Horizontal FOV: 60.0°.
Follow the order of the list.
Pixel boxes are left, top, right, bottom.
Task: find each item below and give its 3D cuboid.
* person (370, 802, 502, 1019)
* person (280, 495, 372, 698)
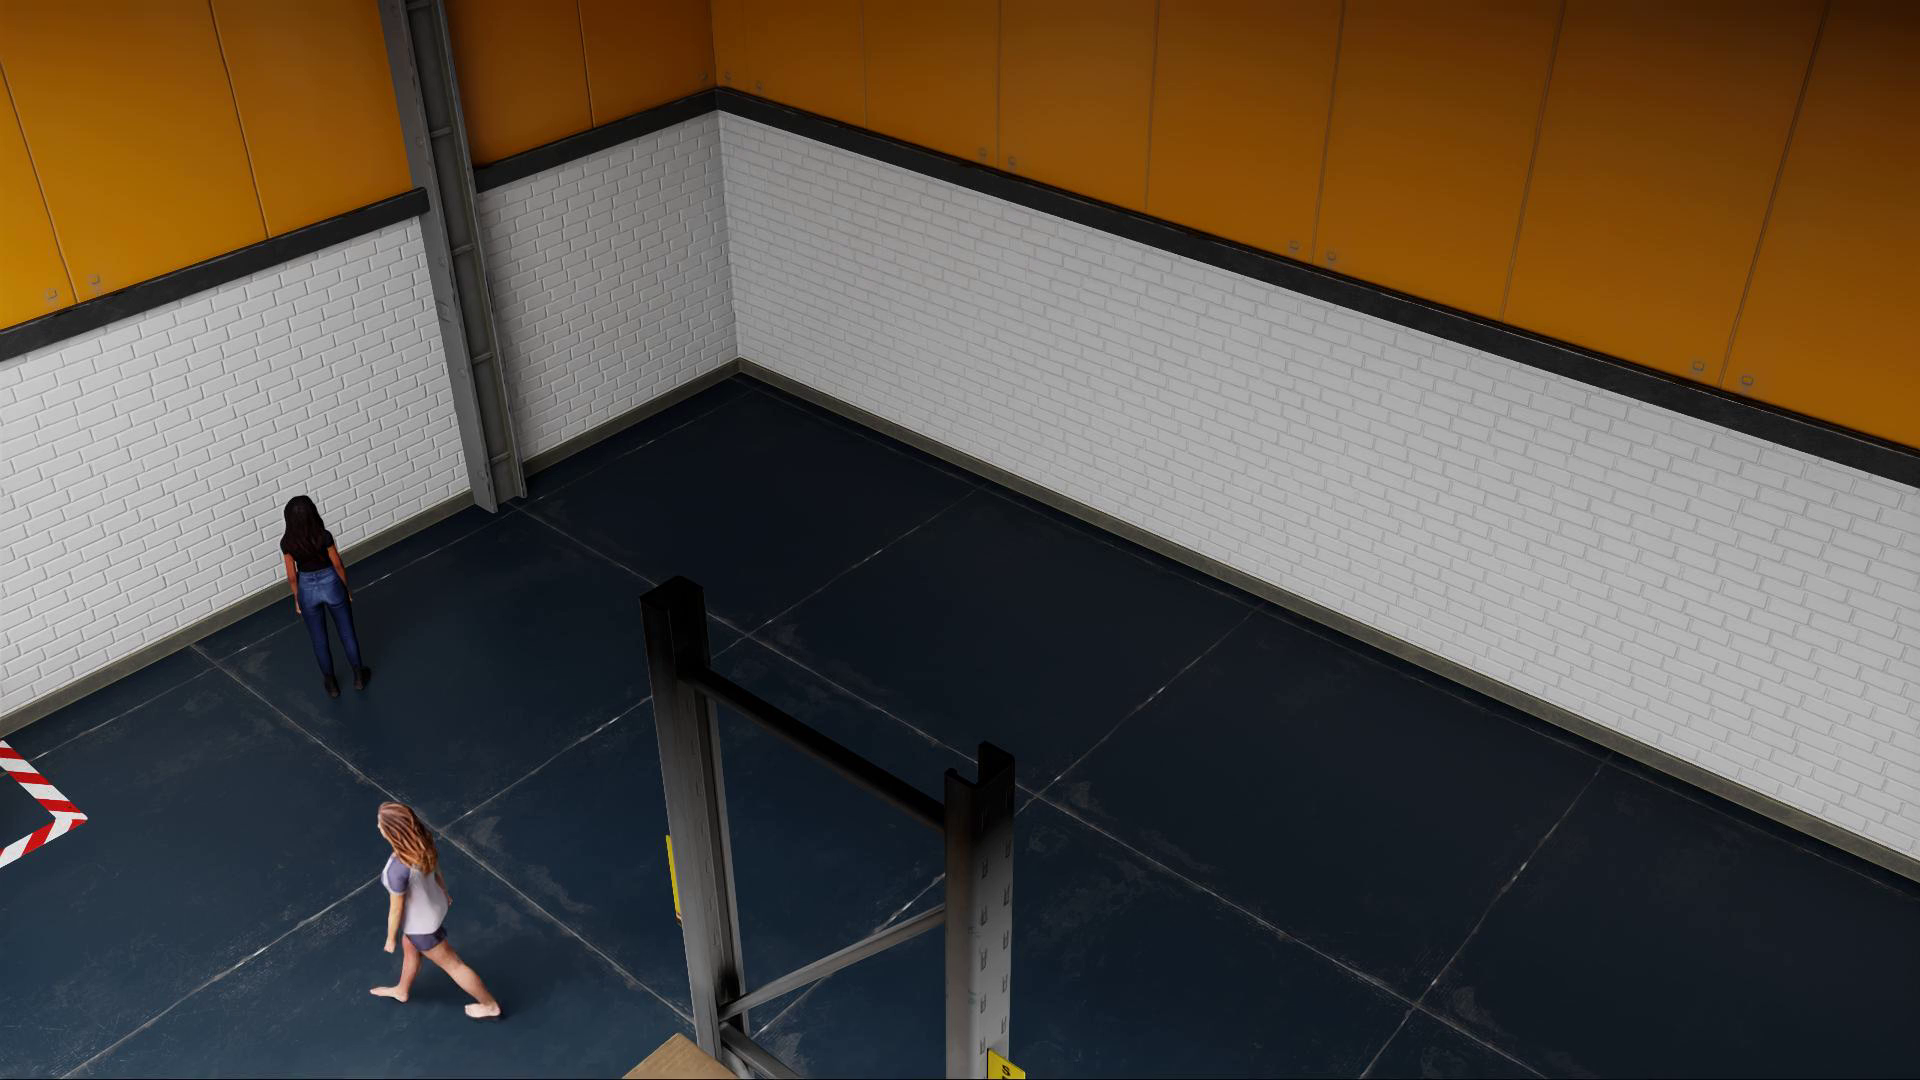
[{"bbox_3d":[-3.098,2.263,9.875,1.065,1.675,1.091,3,34,4],"label":"person"},{"bbox_3d":[-4.822,0.426,12.580,0.610,1.739,0.710,-12,35,-17],"label":"person"}]
